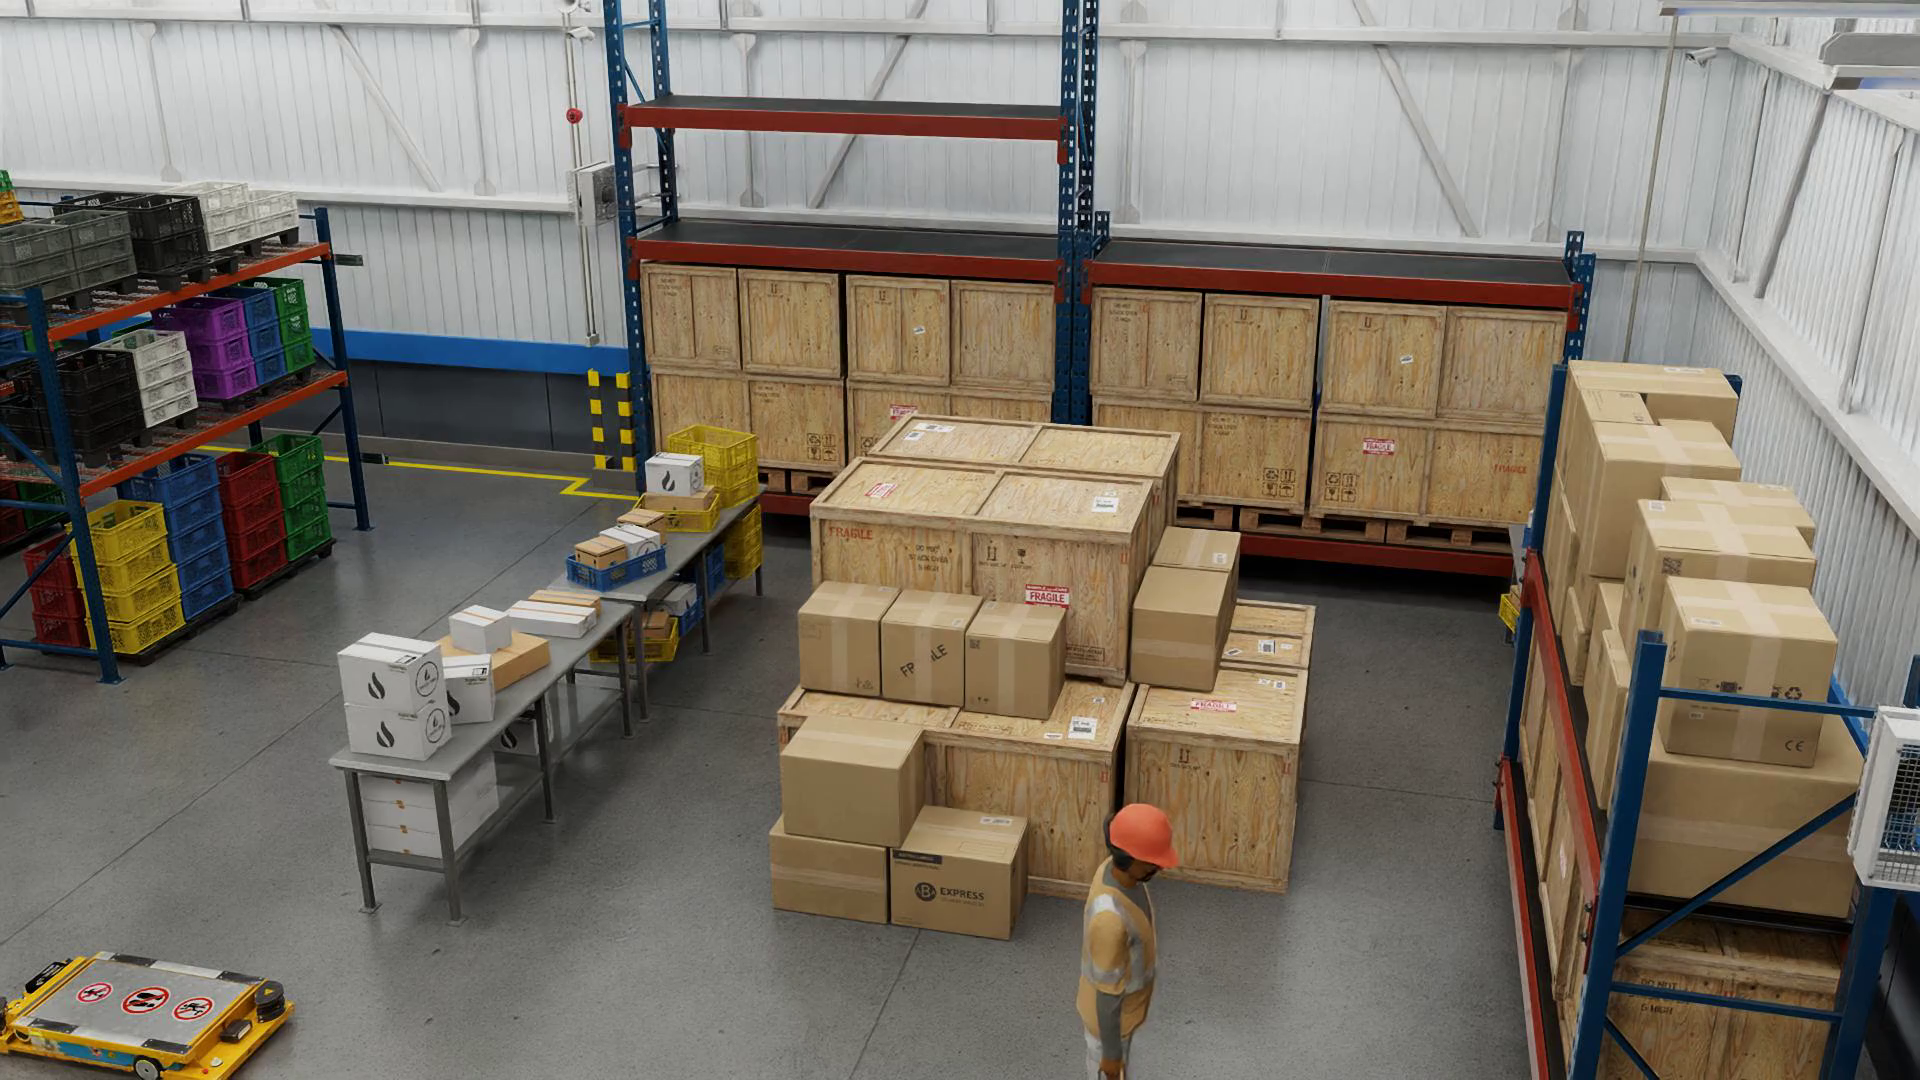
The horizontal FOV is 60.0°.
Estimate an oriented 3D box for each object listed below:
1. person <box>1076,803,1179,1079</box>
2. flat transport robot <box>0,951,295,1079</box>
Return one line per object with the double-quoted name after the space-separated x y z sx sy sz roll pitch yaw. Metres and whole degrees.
0.715 2.042 7.240 0.406 2.030 0.607 4 21 11 "person"
-4.270 2.464 8.601 1.431 0.231 0.659 5 22 13 "flat transport robot"
